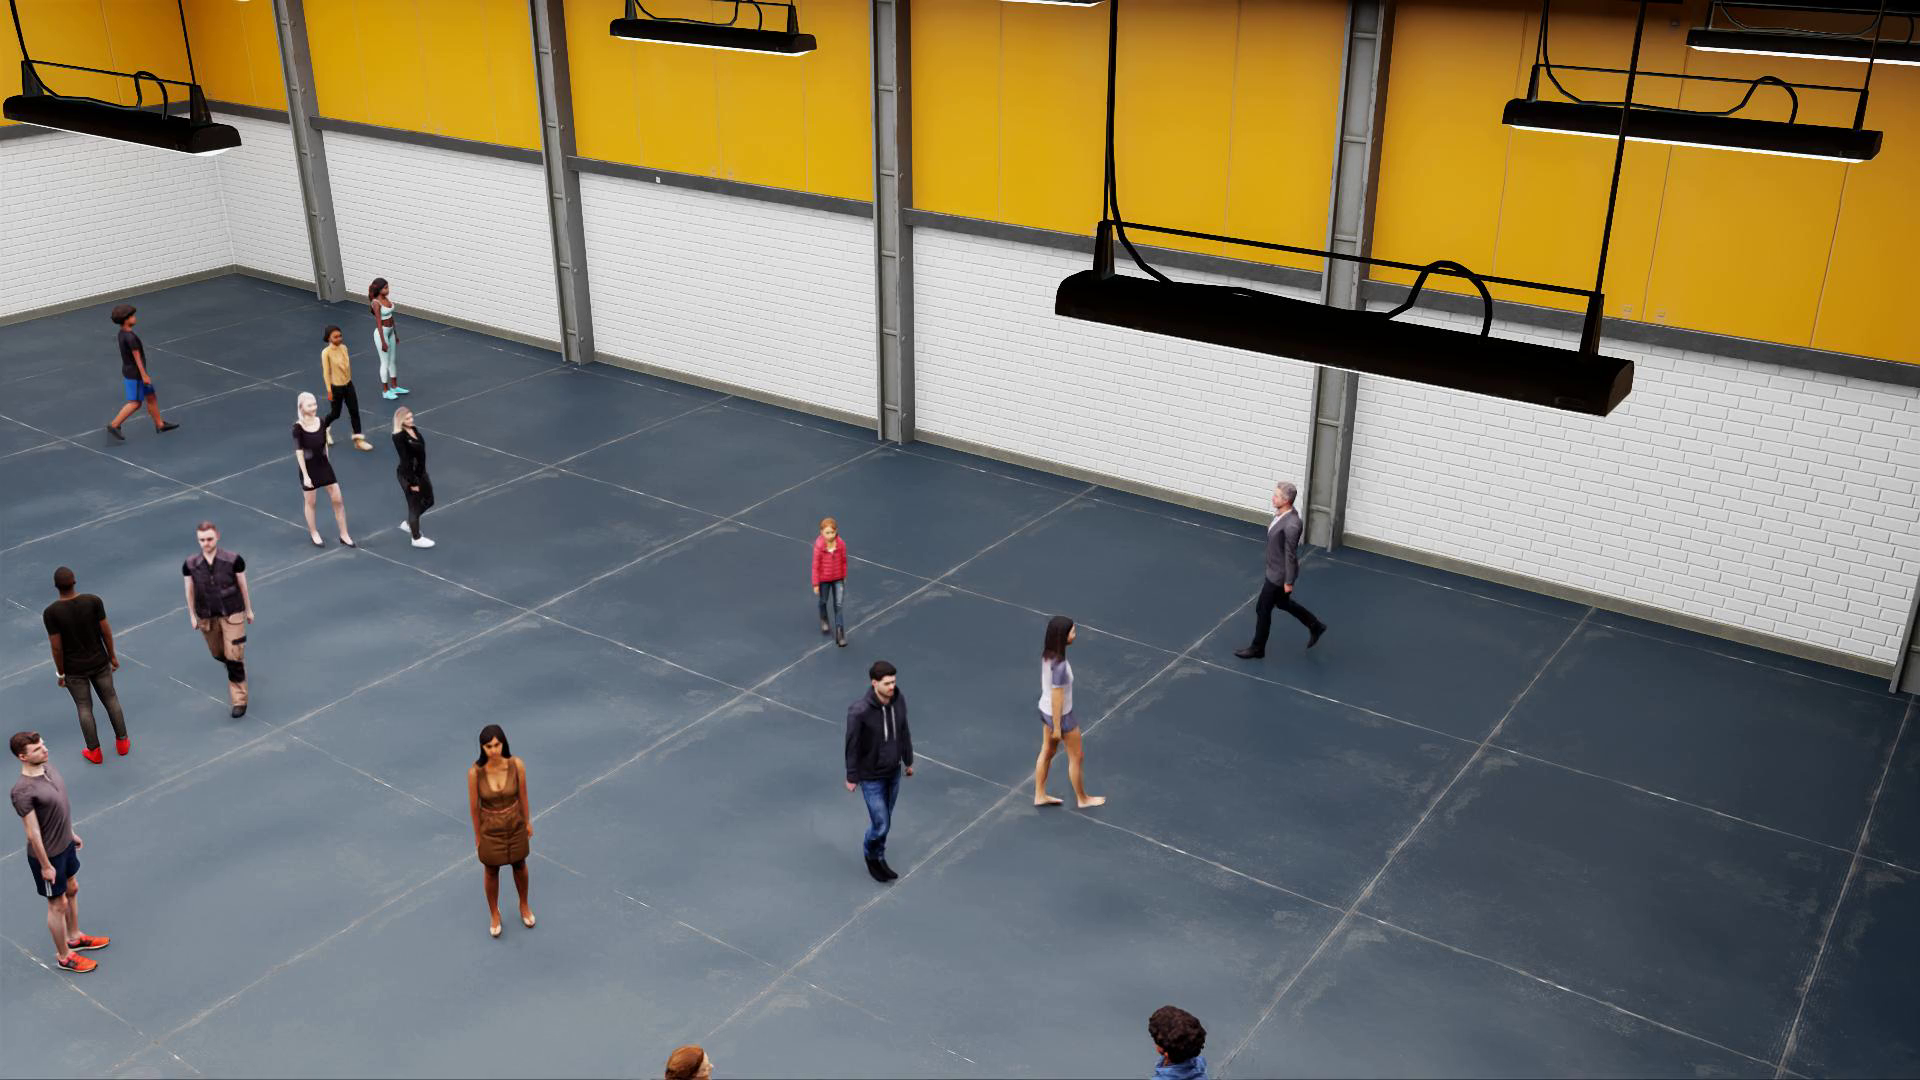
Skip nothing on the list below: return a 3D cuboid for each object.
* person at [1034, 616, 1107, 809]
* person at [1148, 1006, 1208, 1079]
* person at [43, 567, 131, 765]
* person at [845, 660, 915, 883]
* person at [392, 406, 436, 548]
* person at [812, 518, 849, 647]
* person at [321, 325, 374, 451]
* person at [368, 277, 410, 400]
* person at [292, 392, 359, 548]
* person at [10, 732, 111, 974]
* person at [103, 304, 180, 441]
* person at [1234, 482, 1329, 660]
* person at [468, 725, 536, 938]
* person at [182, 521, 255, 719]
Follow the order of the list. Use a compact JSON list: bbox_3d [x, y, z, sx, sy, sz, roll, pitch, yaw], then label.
[{"bbox_3d":[0.716,1.423,13.508,0.940,1.716,0.880,-4,24,-8],"label":"person"},{"bbox_3d":[1.218,3.348,9.014,0.838,1.788,0.696,14,27,28],"label":"person"},{"bbox_3d":[-7.482,1.057,14.234,0.693,1.805,0.618,-19,30,-36],"label":"person"},{"bbox_3d":[-0.669,1.718,12.626,0.751,1.880,0.703,-20,31,-38],"label":"person"},{"bbox_3d":[-6.143,-0.682,18.381,0.793,1.668,0.745,2,24,5],"label":"person"},{"bbox_3d":[-1.305,0.373,16.446,0.864,1.285,0.978,-7,25,-15],"label":"person"},{"bbox_3d":[-8.008,-1.956,21.340,1.081,1.633,0.676,13,27,27],"label":"person"},{"bbox_3d":[-8.029,-2.831,23.227,0.664,1.724,0.647,4,24,8],"label":"person"},{"bbox_3d":[-7.193,-0.762,18.388,0.859,1.809,0.618,18,29,35],"label":"person"},{"bbox_3d":[-6.362,2.159,11.651,0.768,1.853,0.728,-2,24,-5],"label":"person"},{"bbox_3d":[-10.803,-2.143,21.597,0.947,1.770,1.147,-15,28,-30],"label":"person"},{"bbox_3d":[3.152,0.307,15.945,1.281,1.807,1.125,1,24,2],"label":"person"},{"bbox_3d":[-3.311,2.082,12.032,0.643,1.690,0.660,-10,26,-22],"label":"person"},{"bbox_3d":[-6.713,0.647,15.161,1.153,1.813,1.217,-4,24,-9],"label":"person"}]
